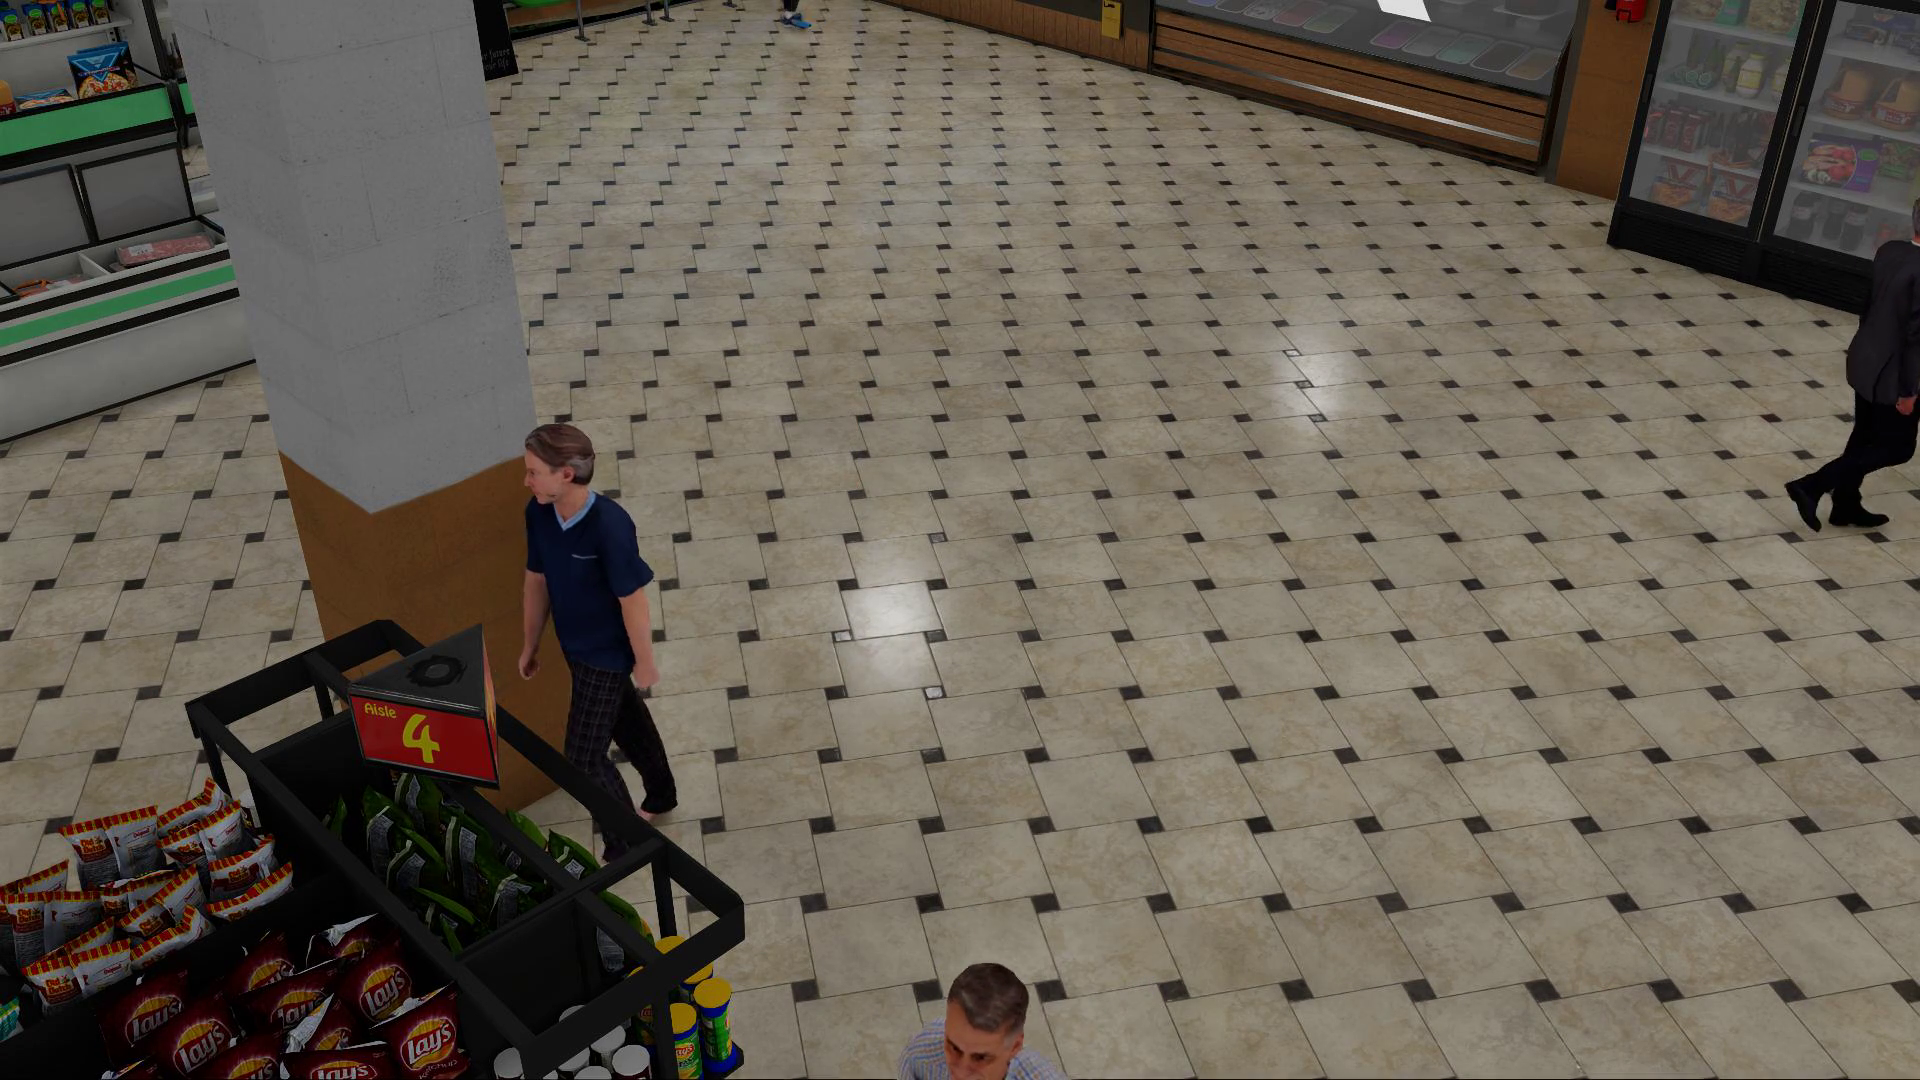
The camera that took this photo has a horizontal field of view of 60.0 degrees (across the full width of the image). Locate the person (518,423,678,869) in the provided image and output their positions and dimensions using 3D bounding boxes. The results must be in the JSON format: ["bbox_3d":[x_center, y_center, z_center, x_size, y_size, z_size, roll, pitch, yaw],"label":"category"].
[{"bbox_3d":[-1.287,0.371,6.253,0.678,1.838,0.804,25,40,34],"label":"person"}]

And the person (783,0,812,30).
[{"bbox_3d":[-1.704,-6.069,16.645,0.828,1.793,0.729,28,41,37],"label":"person"}]

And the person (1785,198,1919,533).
[{"bbox_3d":[4.506,-0.834,8.201,1.045,1.825,0.991,2,32,3],"label":"person"}]

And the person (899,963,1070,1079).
[{"bbox_3d":[0.086,1.662,4.210,0.775,1.804,0.765,14,35,22],"label":"person"}]
